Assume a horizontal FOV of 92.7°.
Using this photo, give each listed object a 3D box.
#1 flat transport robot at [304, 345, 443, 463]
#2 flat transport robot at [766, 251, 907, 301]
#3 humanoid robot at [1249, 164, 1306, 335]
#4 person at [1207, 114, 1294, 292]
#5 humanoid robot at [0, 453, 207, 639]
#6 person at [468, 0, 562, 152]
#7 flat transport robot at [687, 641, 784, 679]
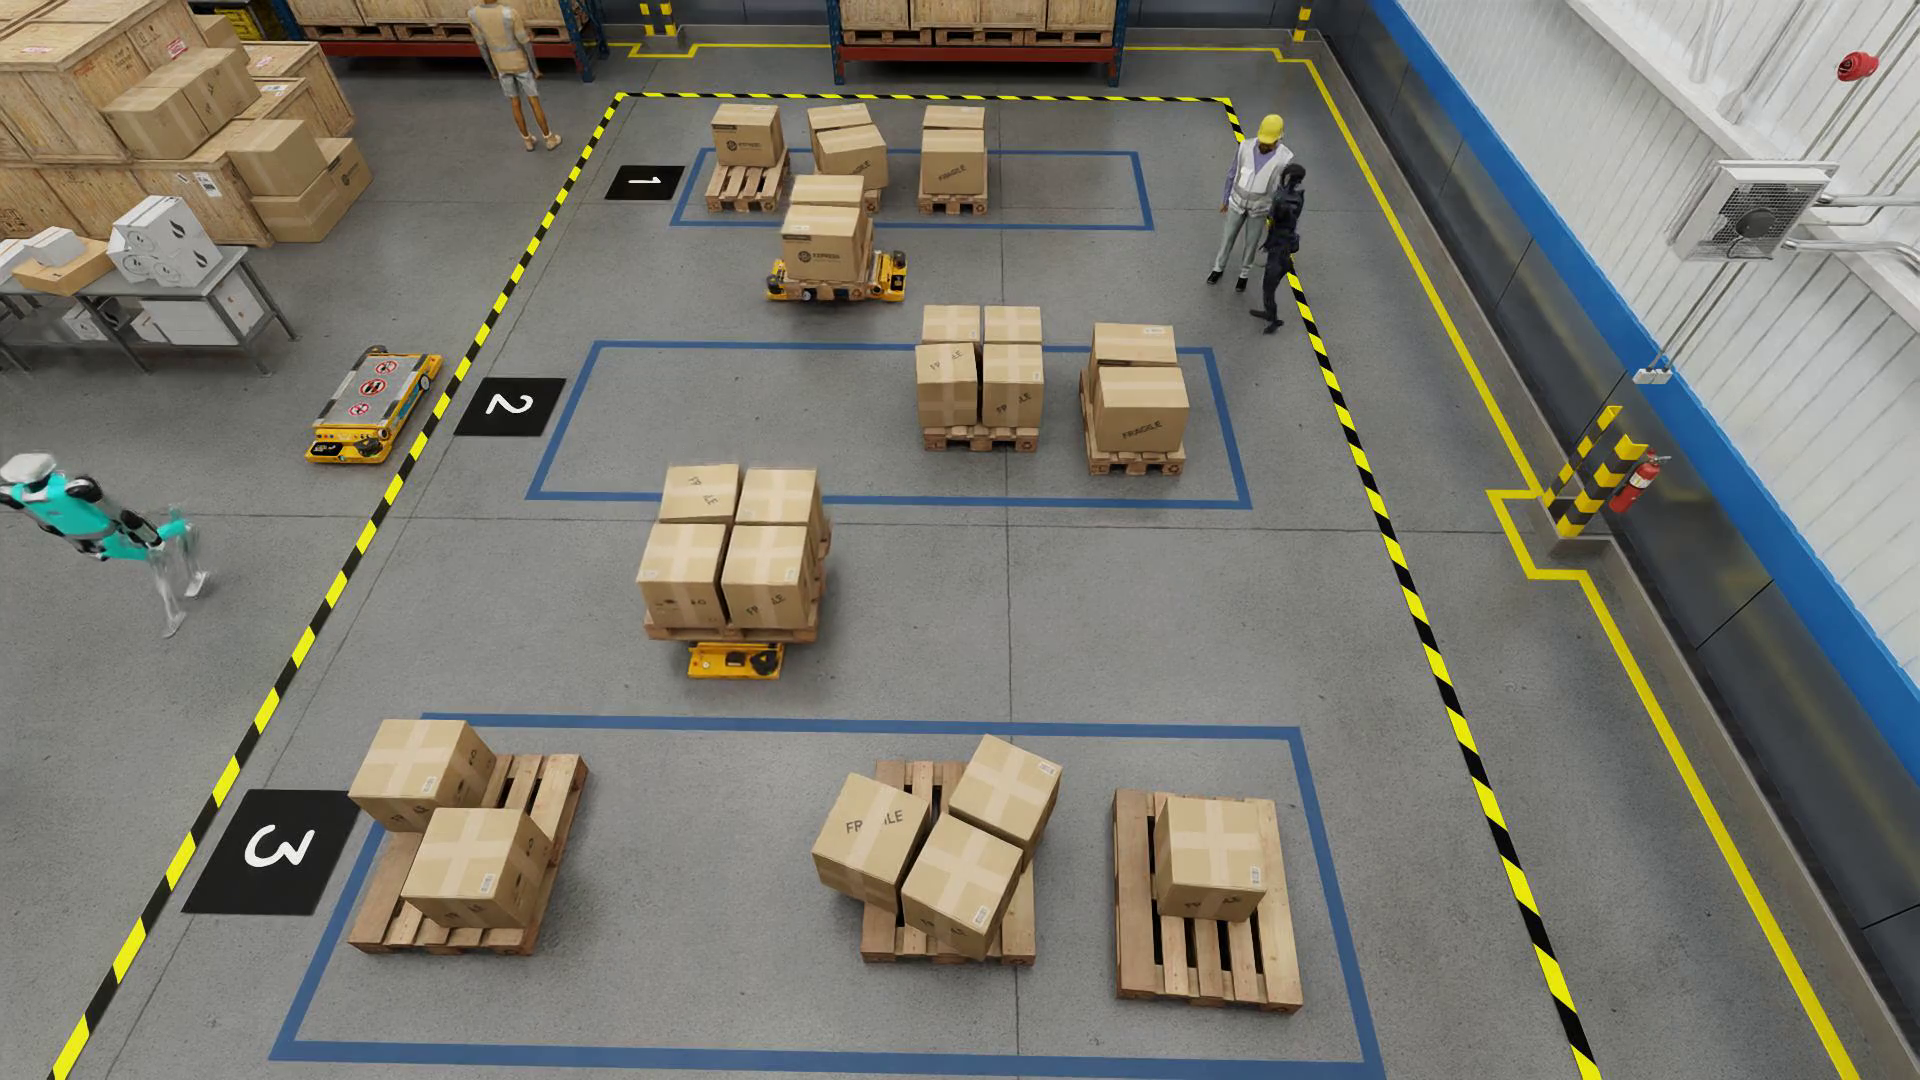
[{"bbox_3d":[-5.383,-1.269,8.441,0.659,0.231,1.431,1,50,1],"label":"flat transport robot"},{"bbox_3d":[-1.296,-2.821,9.736,1.431,0.197,0.652,1,50,1],"label":"flat transport robot"},{"bbox_3d":[3.097,-2.790,8.803,0.397,1.640,0.606,0,50,0],"label":"humanoid robot"},{"bbox_3d":[2.909,-3.362,9.190,0.587,1.828,0.403,22,53,18],"label":"person"},{"bbox_3d":[-5.882,-0.111,6.501,0.556,1.770,0.821,-8,50,-6],"label":"humanoid robot"},{"bbox_3d":[-5.402,-5.745,11.076,0.608,2.030,0.405,-1,50,-1],"label":"person"},{"bbox_3d":[-1.621,0.404,7.007,0.652,0.197,1.431,1,50,1],"label":"flat transport robot"}]
